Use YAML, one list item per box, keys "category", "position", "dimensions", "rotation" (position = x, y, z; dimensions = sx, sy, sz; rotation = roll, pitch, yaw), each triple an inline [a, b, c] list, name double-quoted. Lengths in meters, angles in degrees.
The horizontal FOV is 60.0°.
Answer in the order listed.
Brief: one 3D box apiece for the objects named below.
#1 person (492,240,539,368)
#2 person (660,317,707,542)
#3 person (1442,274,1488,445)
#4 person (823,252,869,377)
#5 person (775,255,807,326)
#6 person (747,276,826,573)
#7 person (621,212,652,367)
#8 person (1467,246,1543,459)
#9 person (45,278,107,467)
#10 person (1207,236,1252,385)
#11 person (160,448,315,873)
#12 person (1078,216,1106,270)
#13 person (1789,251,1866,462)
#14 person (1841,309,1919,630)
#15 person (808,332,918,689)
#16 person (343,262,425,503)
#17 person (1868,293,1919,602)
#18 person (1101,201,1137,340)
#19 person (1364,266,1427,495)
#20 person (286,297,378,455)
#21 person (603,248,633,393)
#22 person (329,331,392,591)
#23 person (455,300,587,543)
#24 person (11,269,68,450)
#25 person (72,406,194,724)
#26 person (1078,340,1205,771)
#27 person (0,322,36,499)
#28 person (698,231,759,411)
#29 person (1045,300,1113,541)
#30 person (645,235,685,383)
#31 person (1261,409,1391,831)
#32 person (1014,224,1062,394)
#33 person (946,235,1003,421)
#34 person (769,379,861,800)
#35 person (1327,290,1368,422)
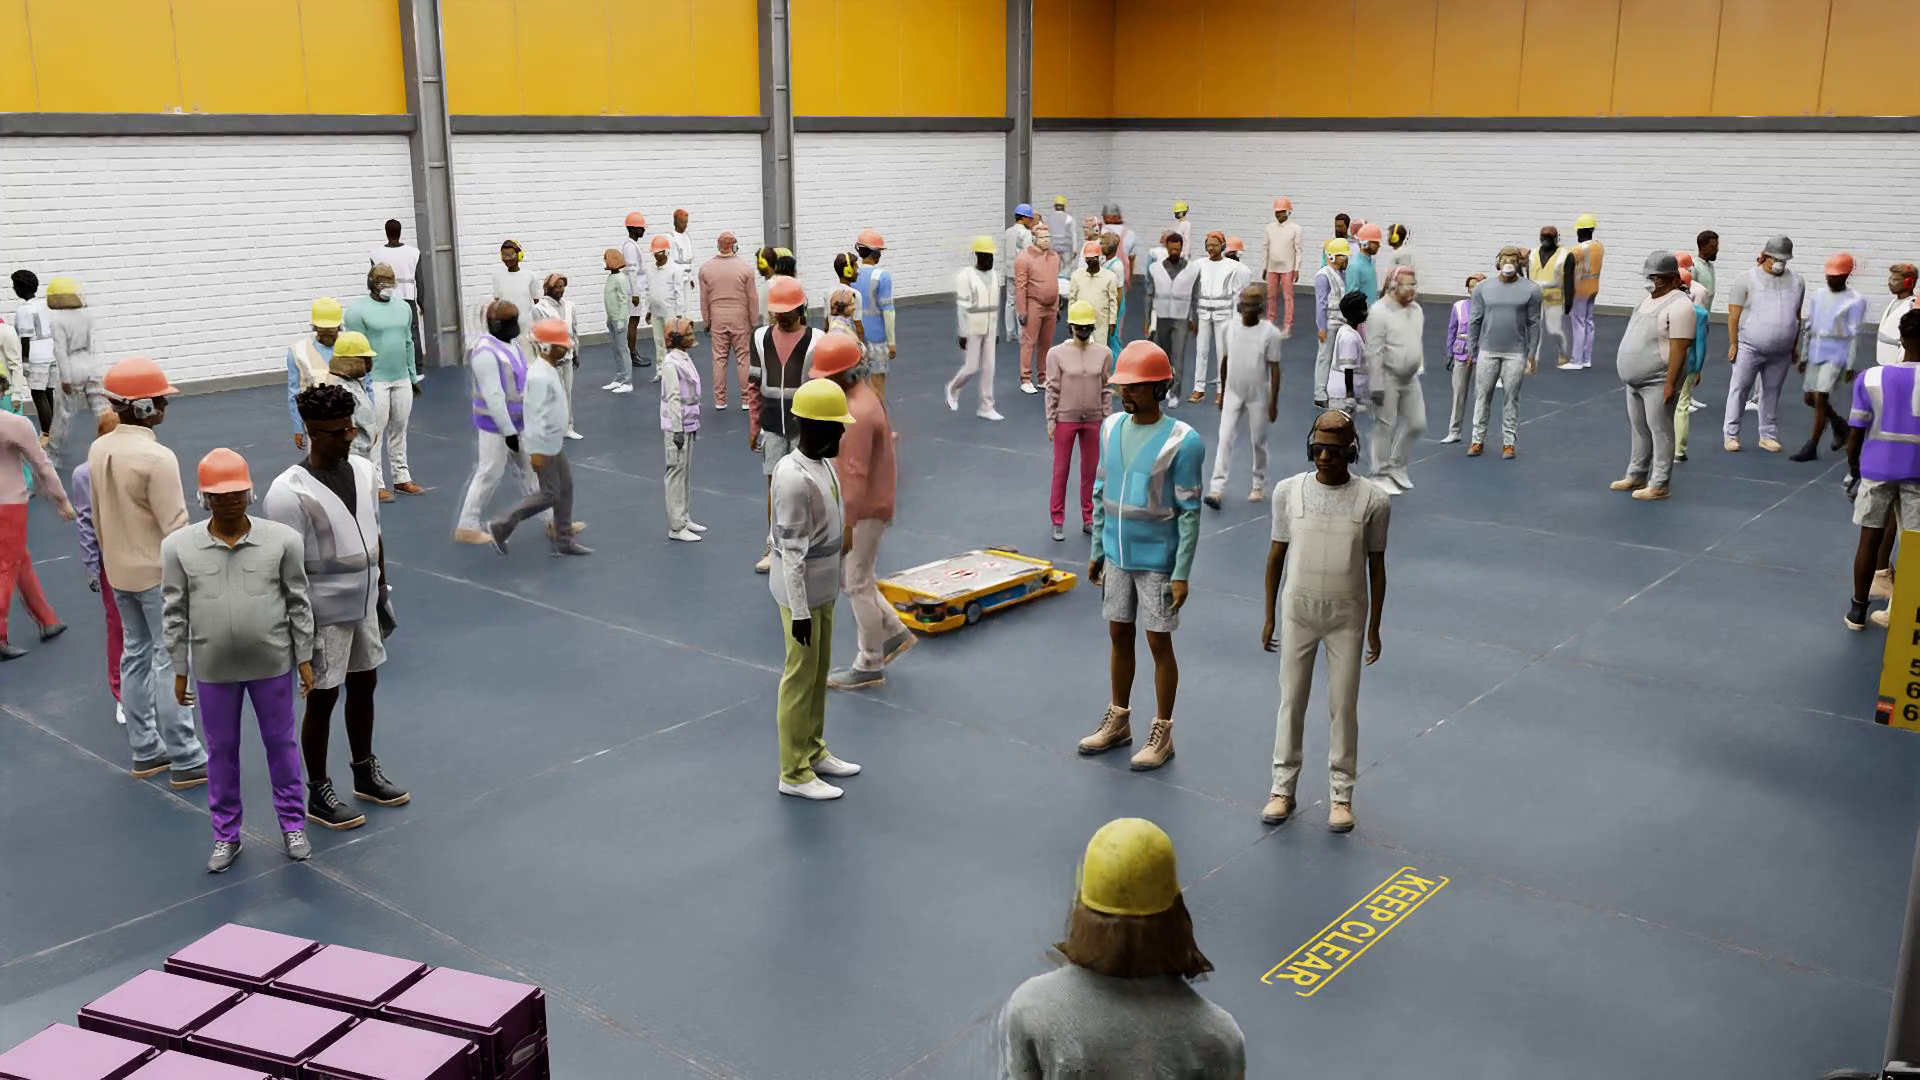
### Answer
- category: "person"
  position: [-4.551, -2.148, 17.106]
  dimensions: [0.523, 1.870, 0.317]
  rotation: [1, 14, 3]
- category: "person"
  position: [-2.053, -0.819, 12.256]
  dimensions: [0.310, 1.642, 0.514]
  rotation: [0, 14, 1]
- category: "person"
  position: [4.878, -1.710, 15.822]
  dimensions: [0.522, 1.640, 0.306]
  rotation: [11, 18, 36]
- category: "person"
  position: [-1.034, -1.711, 15.366]
  dimensions: [0.512, 1.869, 0.328]
  rotation: [12, 19, 41]
- category: "person"
  position: [-1.782, -2.078, 17.172]
  dimensions: [0.532, 1.697, 0.320]
  rotation: [9, 16, 31]
- category: "person"
  position: [-1.151, -0.766, 11.249]
  dimensions: [0.604, 2.034, 0.386]
  rotation: [3, 14, 12]
- category: "person"
  position: [-4.086, -3.169, 21.048]
  dimensions: [0.374, 1.935, 0.552]
  rotation: [-2, 14, -10]
- category: "person"
  position: [4.962, -1.714, 15.227]
  dimensions: [0.637, 1.939, 0.355]
  rotation: [6, 15, 22]
- category: "person"
  position: [-7.860, -1.471, 14.753]
  dimensions: [0.882, 1.693, 0.490]
  rotation: [4, 15, 15]
- category: "person"
  position: [3.134, -2.638, 19.300]
  dimensions: [0.329, 1.750, 0.562]
  rotation: [-7, 16, -25]
- category: "person"
  position: [-2.939, 0.485, 6.807]
  dimensions: [0.571, 1.755, 0.319]
  rotation: [-5, 15, -19]
- category: "person"
  position: [1.641, -3.034, 20.573]
  dimensions: [0.399, 1.908, 0.643]
  rotation: [-5, 15, -21]
- category: "person"
  position: [7.936, -1.667, 15.105]
  dimensions: [0.708, 1.912, 0.553]
  rotation: [-5, 15, -21]
- category: "person"
  position: [5.615, -0.402, 9.936]
  dimensions: [0.607, 1.963, 0.373]
  rotation: [9, 17, 32]
- category: "person"
  position: [-0.512, -0.154, 8.963]
  dimensions: [0.589, 1.950, 0.668]
  rotation: [-2, 14, -9]
- category: "person"
  position: [-4.660, -1.283, 13.522]
  dimensions: [0.372, 1.934, 0.627]
  rotation: [8, 16, 31]
- category: "person"
  position: [6.102, -0.614, 10.635]
  dimensions: [0.385, 2.039, 0.605]
  rotation: [8, 16, 30]
- category: "person"
  position: [1.991, -3.505, 22.180]
  dimensions: [0.712, 2.000, 0.537]
  rotation: [-6, 15, -21]
- category: "person"
  position: [3.597, -1.303, 13.701]
  dimensions: [0.674, 1.885, 0.409]
  rotation: [-9, 16, -31]
- category: "person"
  position: [-4.493, -0.834, 11.951]
  dimensions: [0.589, 1.822, 0.403]
  rotation: [-8, 16, -29]
- category: "person"
  position: [-3.933, -2.508, 19.023]
  dimensions: [0.285, 1.633, 0.497]
  rotation: [-8, 16, -29]
- category: "person"
  position: [-3.827, -0.461, 10.619]
  dimensions: [0.321, 1.742, 0.492]
  rotation: [-3, 14, -12]
- category: "person"
  position: [-3.282, -0.847, 12.096]
  dimensions: [0.946, 1.796, 0.632]
  rotation: [1, 14, 5]
- category: "person"
  position: [-8.686, -1.698, 15.681]
  dimensions: [0.322, 1.686, 0.538]
  rotation: [-1, 14, -5]
- category: "person"
  position: [-4.228, 0.116, 8.535]
  dimensions: [0.501, 1.633, 0.279]
  rotation: [-12, 19, -41]
- category: "person"
  position: [0.845, 0.077, 7.859]
  dimensions: [0.378, 2.045, 0.605]
  rotation: [-14, 19, -43]
- category: "person"
  position: [-7.809, -1.184, 13.463]
  dimensions: [0.525, 1.769, 0.312]
  rotation: [4, 15, 16]
- category: "person"
  position: [-2.443, -2.333, 17.766]
  dimensions: [0.639, 1.910, 0.407]
  rotation: [2, 14, 8]
- category: "person"
  position: [0.879, -0.874, 12.227]
  dimensions: [0.525, 1.769, 0.314]
  rotation: [-4, 15, -17]
- category: "person"
  position: [-3.493, -2.705, 19.588]
  dimensions: [0.568, 1.744, 0.350]
  rotation: [9, 17, 32]
- category: "person"
  position: [1.564, 0.348, 7.178]
  dimensions: [0.514, 1.845, 0.336]
  rotation: [5, 15, 18]
- category: "person"
  position: [0.919, -2.635, 18.974]
  dimensions: [0.654, 1.906, 0.408]
  rotation: [-12, 18, -40]
- category: "person"
  position: [0.166, -2.203, 17.231]
  dimensions: [0.597, 1.913, 0.633]
  rotation: [-12, 18, -39]
- category: "person"
  position: [-0.654, 0.222, 7.542]
  dimensions: [0.394, 1.918, 0.585]
  rotation: [2, 14, 10]
- category: "person"
  position: [3.172, -1.193, 13.637]
  dimensions: [0.322, 1.697, 0.534]
  rotation: [3, 14, 11]
